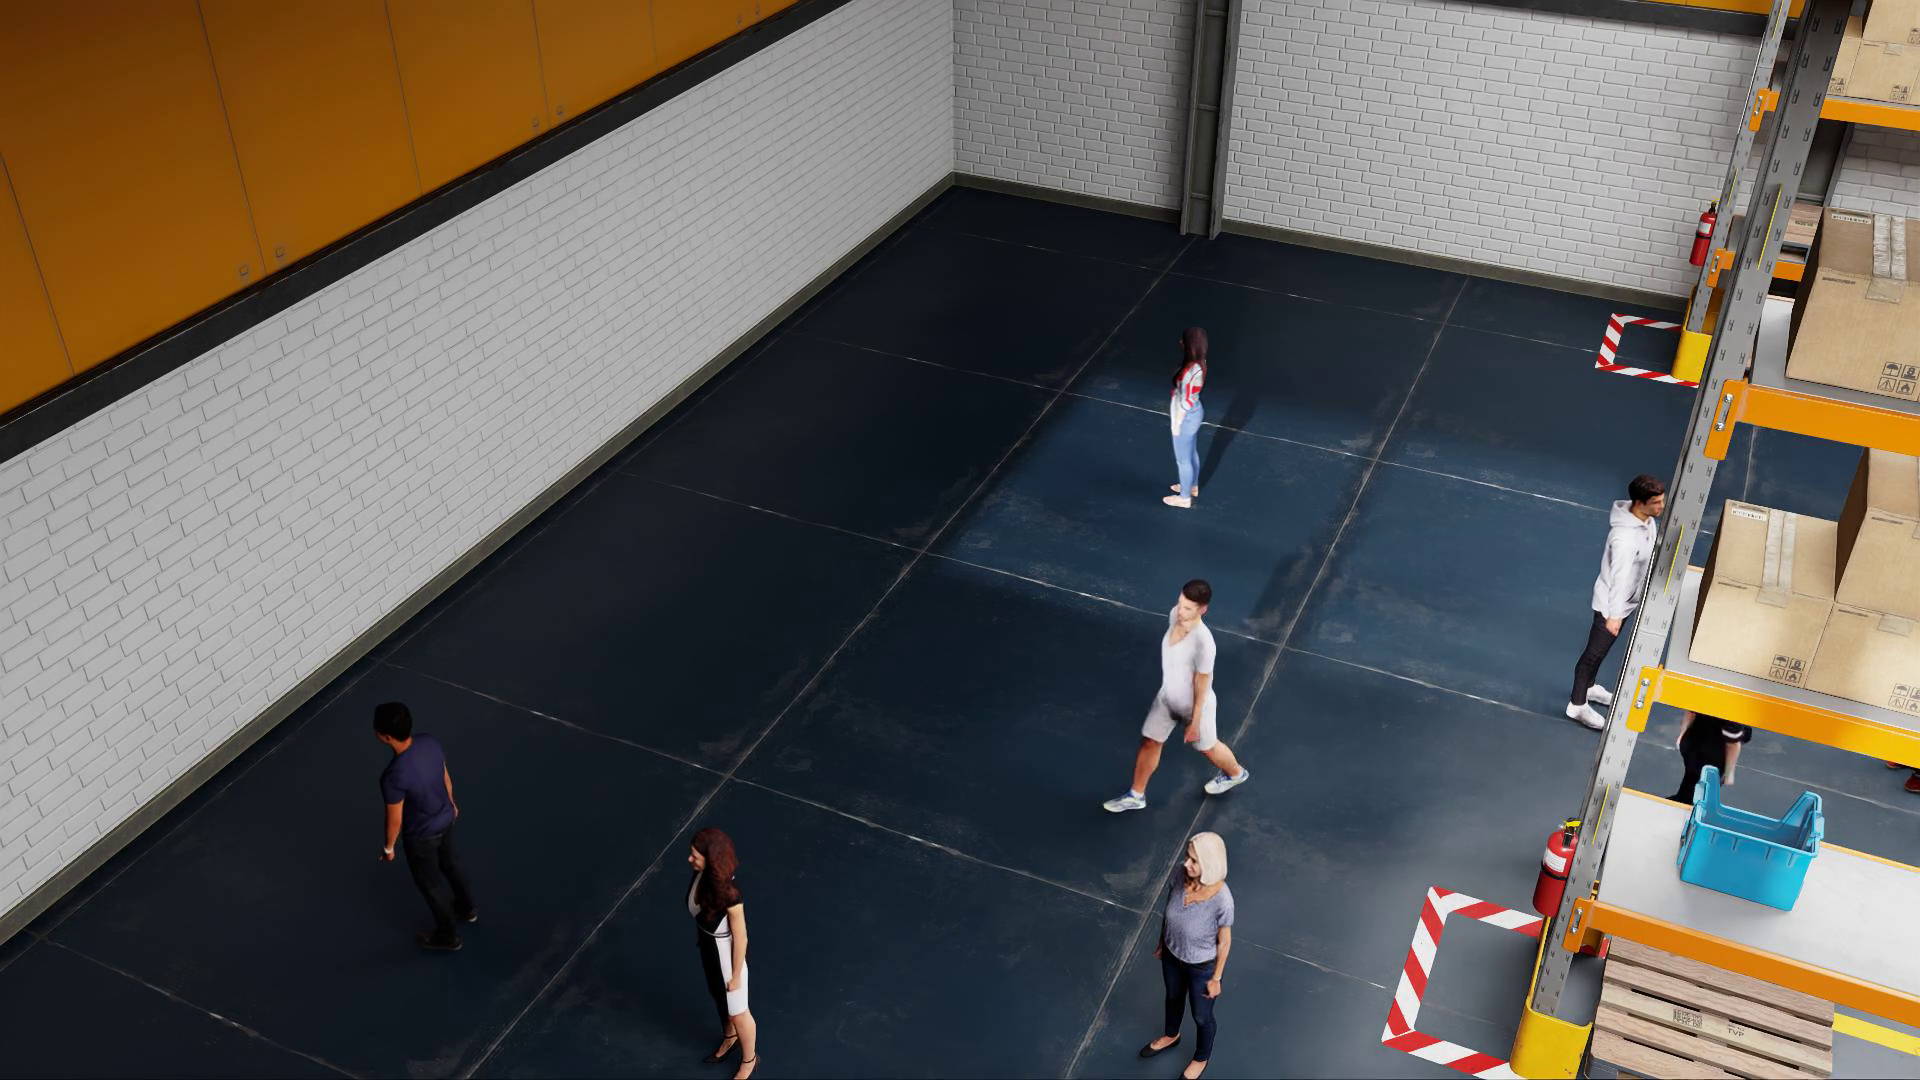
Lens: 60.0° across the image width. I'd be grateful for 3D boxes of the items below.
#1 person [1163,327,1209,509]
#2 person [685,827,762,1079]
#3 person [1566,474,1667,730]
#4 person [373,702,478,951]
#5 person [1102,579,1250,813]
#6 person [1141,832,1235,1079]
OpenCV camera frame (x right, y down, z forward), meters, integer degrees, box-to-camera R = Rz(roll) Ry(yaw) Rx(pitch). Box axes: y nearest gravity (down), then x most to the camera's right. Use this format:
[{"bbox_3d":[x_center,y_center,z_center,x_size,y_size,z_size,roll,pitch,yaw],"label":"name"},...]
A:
[{"bbox_3d":[1.890,-1.019,13.740,0.548,1.612,0.608,10,35,14],"label":"person"},{"bbox_3d":[-1.244,2.189,8.746,0.707,1.796,0.593,-20,38,-27],"label":"person"},{"bbox_3d":[4.468,0.387,11.336,0.632,1.930,0.711,19,38,27],"label":"person"},{"bbox_3d":[-3.042,1.659,9.557,0.603,1.780,0.696,11,35,16],"label":"person"},{"bbox_3d":[1.533,0.999,10.529,1.301,1.805,1.239,-10,35,-15],"label":"person"},{"bbox_3d":[1.236,2.197,8.801,0.725,1.722,0.593,-24,41,-32],"label":"person"}]
